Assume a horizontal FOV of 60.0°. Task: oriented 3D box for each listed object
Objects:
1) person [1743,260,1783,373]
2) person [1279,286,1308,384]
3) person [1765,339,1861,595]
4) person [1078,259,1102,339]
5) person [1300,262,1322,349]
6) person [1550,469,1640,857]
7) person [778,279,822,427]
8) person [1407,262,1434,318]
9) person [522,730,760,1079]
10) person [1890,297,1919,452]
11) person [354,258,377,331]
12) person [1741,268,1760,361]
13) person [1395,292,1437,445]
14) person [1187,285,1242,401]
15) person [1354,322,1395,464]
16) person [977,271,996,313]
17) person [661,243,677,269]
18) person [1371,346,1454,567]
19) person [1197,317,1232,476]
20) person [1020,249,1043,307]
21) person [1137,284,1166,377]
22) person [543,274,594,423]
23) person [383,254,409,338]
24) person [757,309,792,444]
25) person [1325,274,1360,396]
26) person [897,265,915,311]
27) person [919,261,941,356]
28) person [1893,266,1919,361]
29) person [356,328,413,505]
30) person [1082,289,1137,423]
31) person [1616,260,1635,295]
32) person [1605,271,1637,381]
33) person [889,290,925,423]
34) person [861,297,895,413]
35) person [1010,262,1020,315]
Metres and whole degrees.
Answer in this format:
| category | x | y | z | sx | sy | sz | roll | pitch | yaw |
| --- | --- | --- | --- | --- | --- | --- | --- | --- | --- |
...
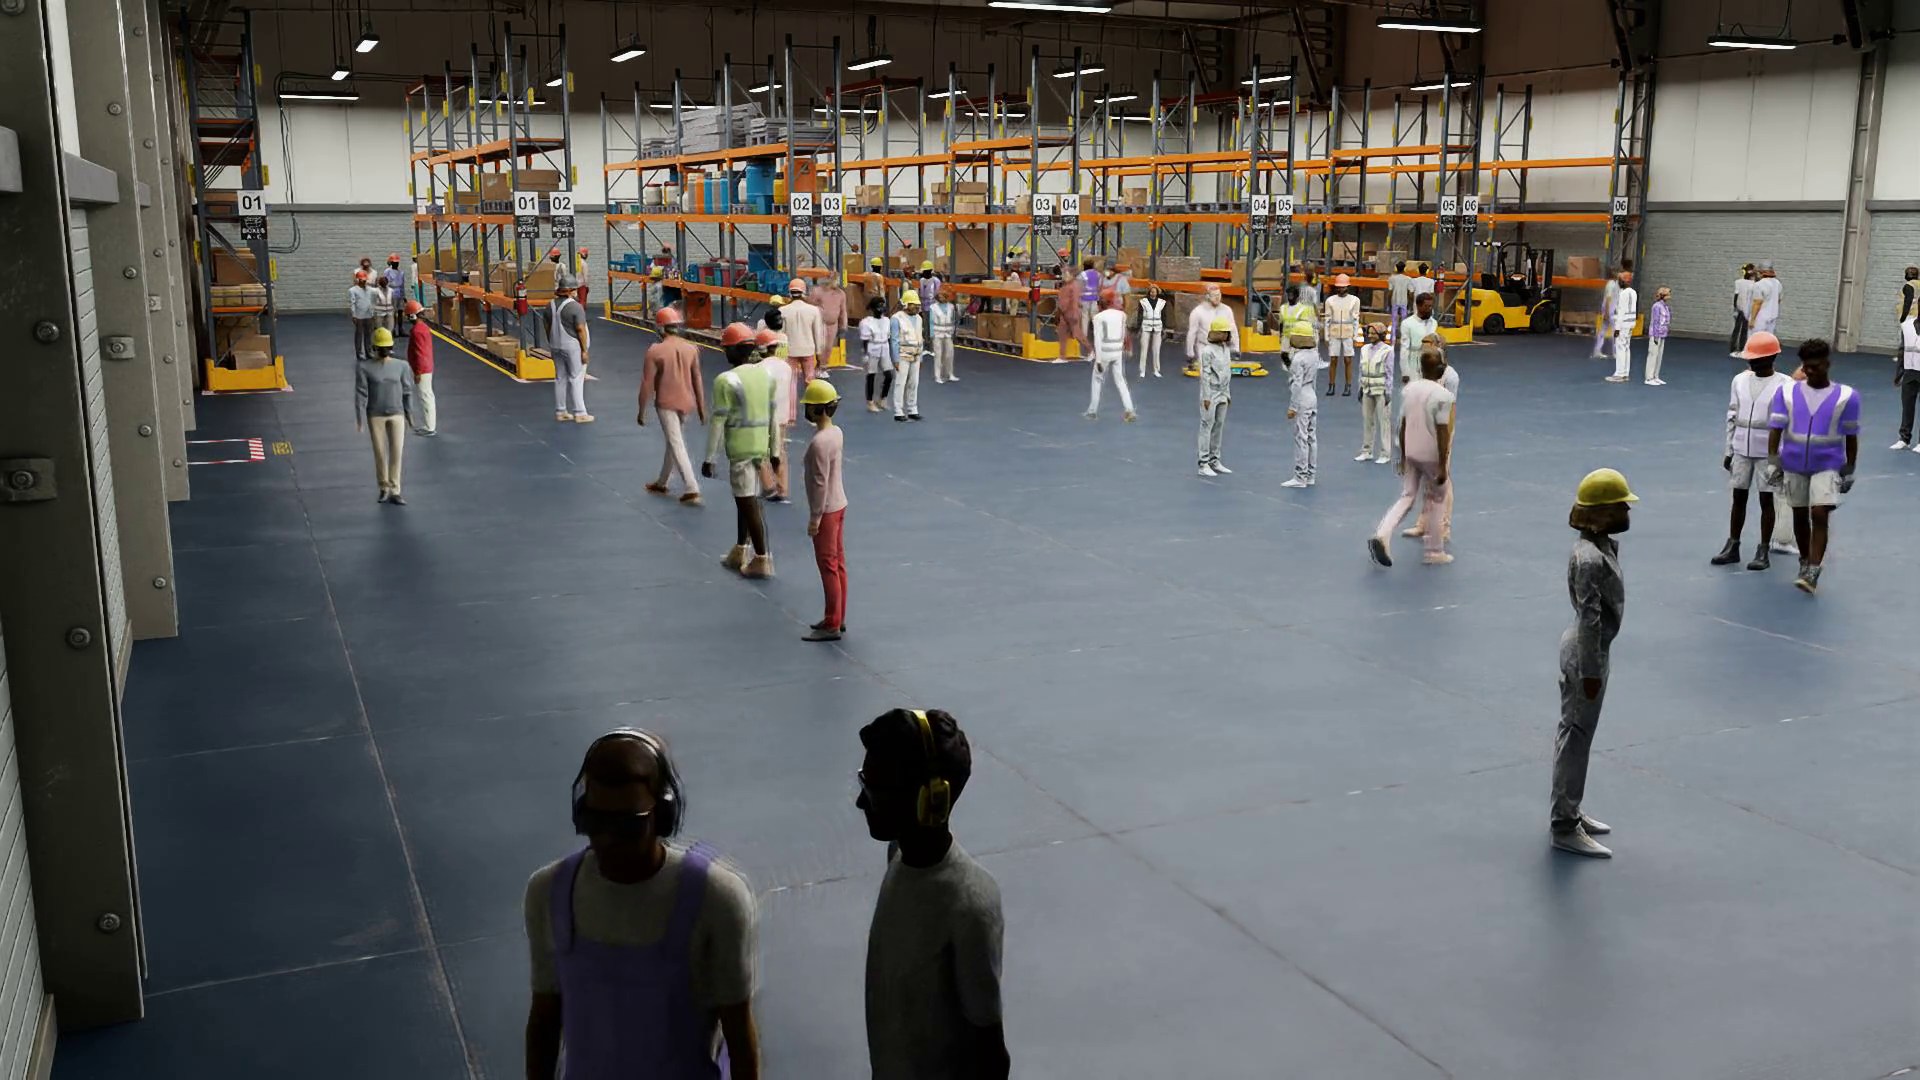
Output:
| category | x | y | z | sx | sy | sz | roll | pitch | yaw |
| --- | --- | --- | --- | --- | --- | --- | --- | --- | --- |
| person | 14.341 | -3.991 | 29.812 | 0.688 | 2.000 | 0.536 | -6 | 13 | -29 |
| person | 5.528 | -3.377 | 27.605 | 0.561 | 1.676 | 0.356 | 8 | 14 | 37 |
| person | 6.438 | -0.549 | 12.638 | 0.607 | 1.909 | 0.963 | 9 | 14 | 37 |
| person | 2.964 | -5.499 | 38.021 | 0.649 | 1.830 | 0.548 | -6 | 13 | -29 |
| person | 6.751 | -4.410 | 32.201 | 0.376 | 1.940 | 0.629 | 10 | 15 | 42 |
| person | 2.865 | 0.542 | 7.531 | 0.288 | 1.746 | 0.487 | 4 | 12 | 21 |
| person | -2.182 | -2.530 | 22.514 | 0.614 | 1.990 | 0.392 | -2 | 11 | -12 |
| person | 9.408 | -4.716 | 33.932 | 0.535 | 1.869 | 0.314 | 4 | 12 | 19 |
| person | -0.683 | 1.271 | 3.615 | 0.531 | 1.831 | 0.519 | 2 | 11 | 11 |
| person | 11.642 | -2.022 | 20.147 | 0.397 | 1.911 | 0.588 | -6 | 13 | -28 |
| person | -14.445 | -5.968 | 40.507 | 0.582 | 1.787 | 1.014 | -7 | 13 | -32 |
| person | 15.458 | -4.367 | 32.259 | 0.421 | 1.832 | 0.524 | 7 | 13 | 32 |
| person | 5.667 | -2.117 | 20.650 | 0.590 | 1.908 | 0.393 | -8 | 14 | -35 |
| person | 3.607 | -2.659 | 23.526 | 0.655 | 1.854 | 1.005 | -4 | 12 | -21 |
| person | 4.803 | -1.696 | 19.206 | 0.318 | 1.630 | 0.513 | -7 | 13 | -31 |
| person | 0.625 | -5.757 | 39.373 | 0.542 | 1.814 | 0.990 | -4 | 12 | -21 |
| person | -8.277 | -7.354 | 46.917 | 0.648 | 2.031 | 0.460 | -5 | 12 | -22 |
| person | 3.708 | -0.657 | 13.452 | 0.805 | 1.821 | 0.520 | -8 | 13 | -34 |
| person | 2.836 | -1.583 | 18.332 | 0.297 | 1.745 | 0.484 | 10 | 15 | 41 |
| person | 2.251 | -7.961 | 50.619 | 0.877 | 1.798 | 0.602 | 7 | 13 | 30 |
| person | 3.368 | -3.677 | 29.245 | 0.511 | 1.638 | 0.308 | -1 | 11 | -6 |
| person | -5.373 | -2.651 | 23.006 | 0.688 | 2.000 | 0.536 | 7 | 13 | 31 |
| person | -13.071 | -5.667 | 38.592 | 0.356 | 1.937 | 0.552 | 7 | 13 | 31 |
| person | -2.293 | -2.013 | 20.631 | 0.316 | 1.700 | 0.541 | 7 | 13 | 30 |
| person | 6.008 | -3.223 | 26.212 | 0.539 | 1.929 | 0.385 | 4 | 12 | 18 |
| person | -1.054 | -4.556 | 33.176 | 0.389 | 1.848 | 0.563 | 0 | 11 | 0 |
| person | -0.630 | -4.683 | 33.659 | 0.410 | 1.918 | 0.585 | -11 | 15 | -43 |
| person | 18.458 | -4.392 | 32.367 | 0.634 | 1.839 | 0.429 | -10 | 15 | -40 |
| person | -5.701 | -1.226 | 16.497 | 0.546 | 1.758 | 0.476 | -7 | 13 | -30 |
| person | 2.083 | -2.533 | 22.932 | 0.577 | 1.845 | 0.963 | -7 | 13 | -30 |
| person | 14.176 | -5.064 | 35.703 | 0.404 | 1.879 | 0.666 | -3 | 12 | -15 |
| person | 11.393 | -3.662 | 28.566 | 0.372 | 1.879 | 0.578 | 8 | 14 | 37 |
| person | -0.710 | -2.527 | 22.938 | 0.403 | 1.825 | 0.594 | 10 | 15 | 41 |
| person | -1.187 | -2.664 | 23.990 | 0.546 | 1.684 | 0.484 | -7 | 13 | -32 |
| person | 1.420 | -6.248 | 42.324 | 0.286 | 1.633 | 0.500 | -2 | 11 | -9 |
